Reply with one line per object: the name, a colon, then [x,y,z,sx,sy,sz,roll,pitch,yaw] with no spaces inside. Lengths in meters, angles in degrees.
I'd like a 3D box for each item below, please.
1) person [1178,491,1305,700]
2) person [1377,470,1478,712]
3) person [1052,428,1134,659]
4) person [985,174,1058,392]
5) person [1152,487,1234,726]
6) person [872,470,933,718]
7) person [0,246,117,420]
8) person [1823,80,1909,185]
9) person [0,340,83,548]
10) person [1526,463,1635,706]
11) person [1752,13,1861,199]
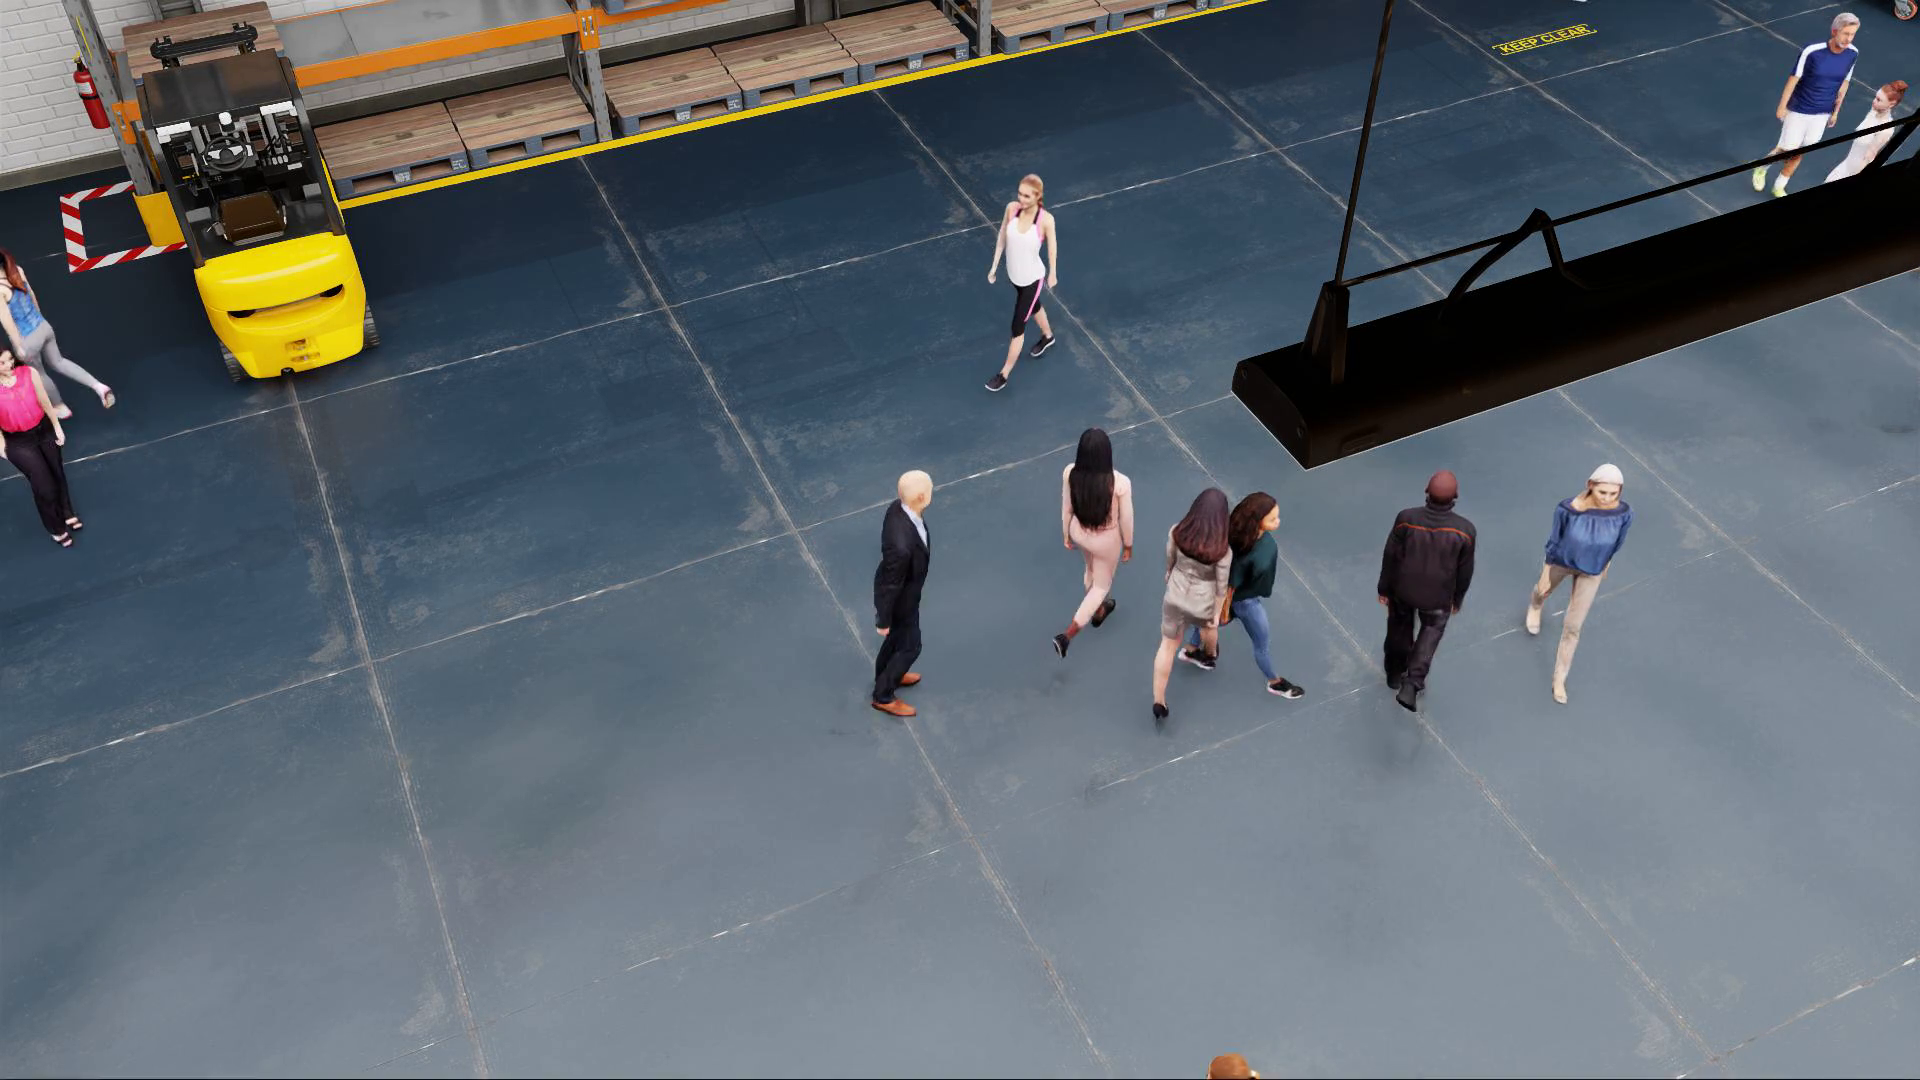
person: [1.695,0.311,10.370,1.086,1.568,1.075,18,46,18]
person: [2.811,0.351,10.150,0.992,1.813,1.058,15,46,15]
person: [0.827,0.057,10.540,0.987,1.700,1.125,23,48,22]
person: [0.557,-2.049,12.727,0.926,1.733,1.232,31,52,29]
person: [1.372,0.431,10.146,1.006,1.702,1.162,22,48,21]
person: [-0.415,0.347,10.194,0.810,1.758,0.836,10,44,10]
person: [-6.782,-1.494,12.252,0.991,1.584,0.842,6,44,6]
person: [7.443,-2.943,13.633,0.822,1.778,0.752,4,44,4]
person: [-6.401,-0.714,11.388,0.787,1.647,0.725,24,48,23]
person: [3.856,0.126,10.515,1.180,1.636,1.136,8,44,8]
person: [7.364,-3.793,14.494,0.762,1.822,0.821,-3,44,-3]
